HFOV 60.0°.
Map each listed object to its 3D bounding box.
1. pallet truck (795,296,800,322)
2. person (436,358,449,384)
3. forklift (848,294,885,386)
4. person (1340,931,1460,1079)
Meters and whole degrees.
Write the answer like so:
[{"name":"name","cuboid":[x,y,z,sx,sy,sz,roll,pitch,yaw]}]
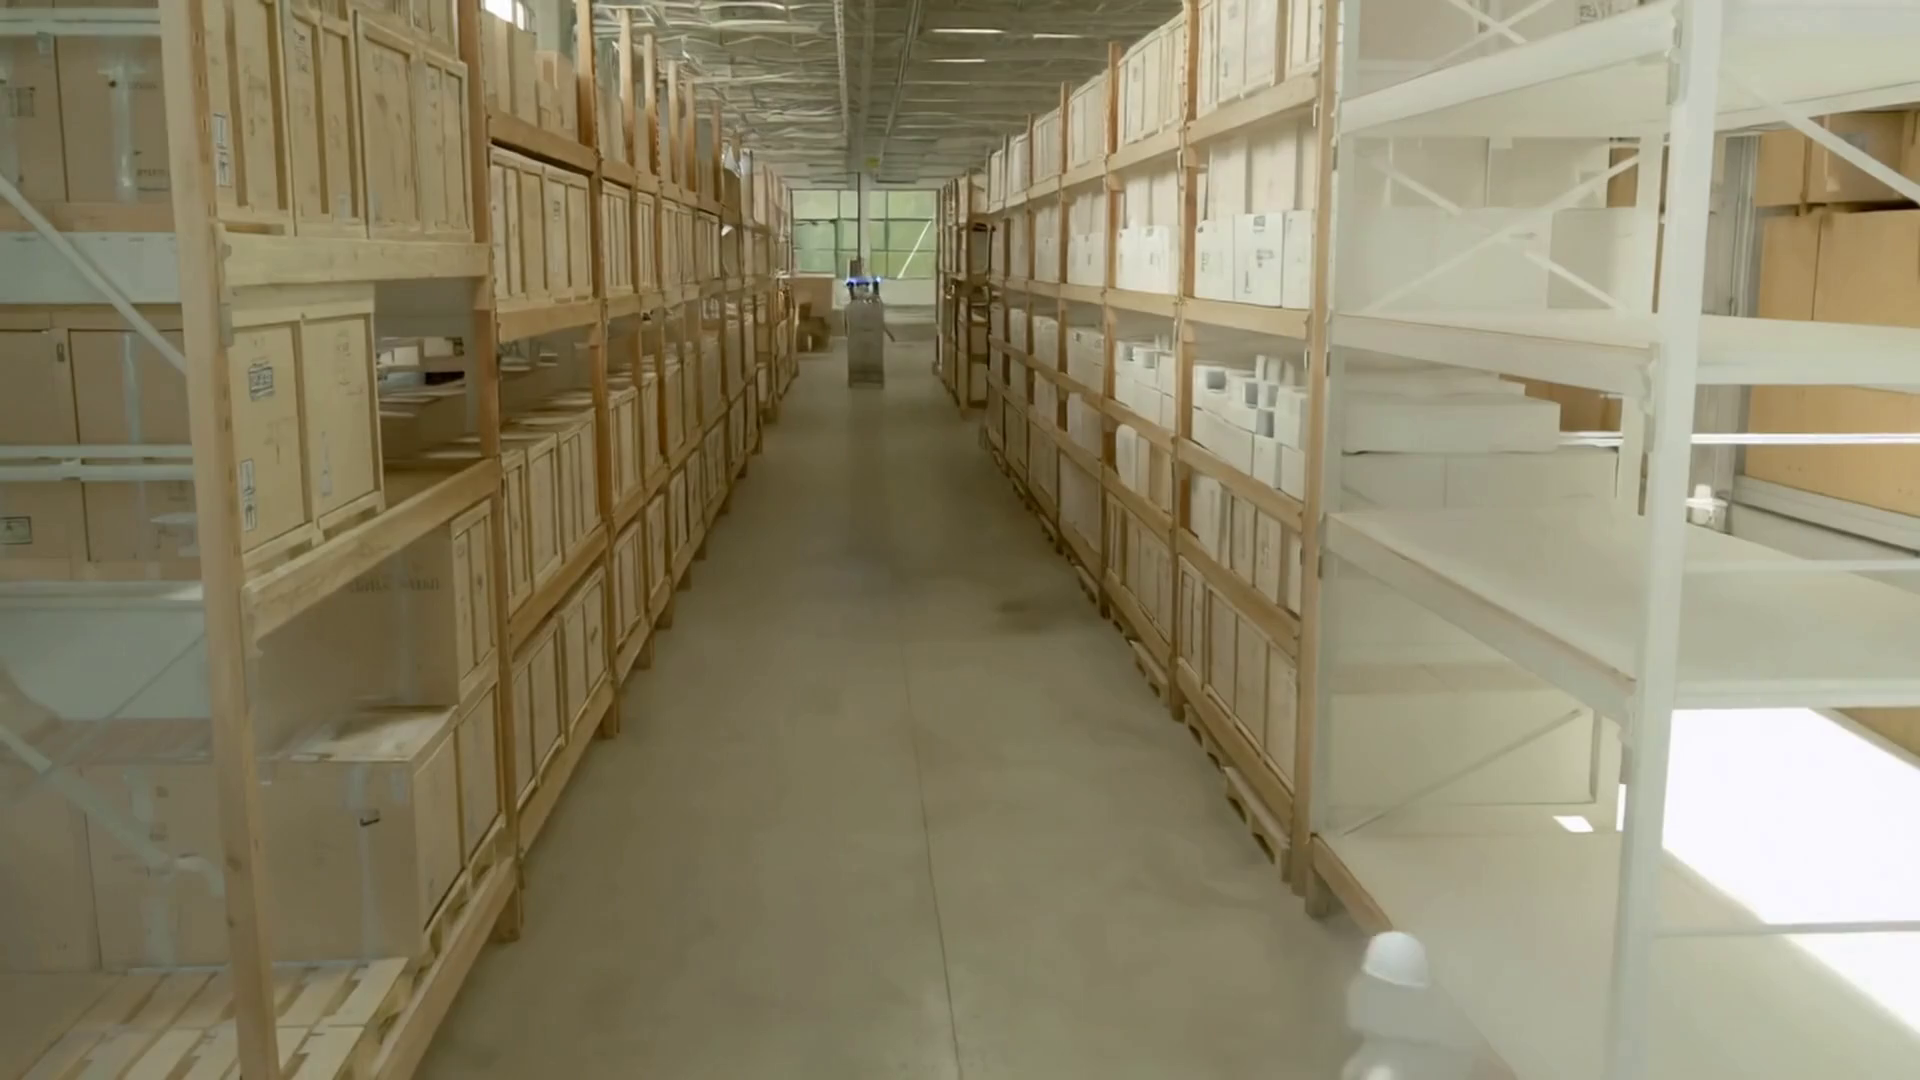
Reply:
[{"name":"pallet truck","cuboid":[-8.622,-12.439,91.403,1.885,1.965,0.823,2,10,13]},{"name":"person","cuboid":[-11.839,-3.315,37.898,0.843,1.660,0.529,-1,10,-8]},{"name":"forklift","cuboid":[-2.941,-6.267,51.900,1.129,2.768,1.873,-1,10,-3]},{"name":"person","cuboid":[1.347,2.109,5.338,0.606,1.714,0.550,-7,12,-37]}]
